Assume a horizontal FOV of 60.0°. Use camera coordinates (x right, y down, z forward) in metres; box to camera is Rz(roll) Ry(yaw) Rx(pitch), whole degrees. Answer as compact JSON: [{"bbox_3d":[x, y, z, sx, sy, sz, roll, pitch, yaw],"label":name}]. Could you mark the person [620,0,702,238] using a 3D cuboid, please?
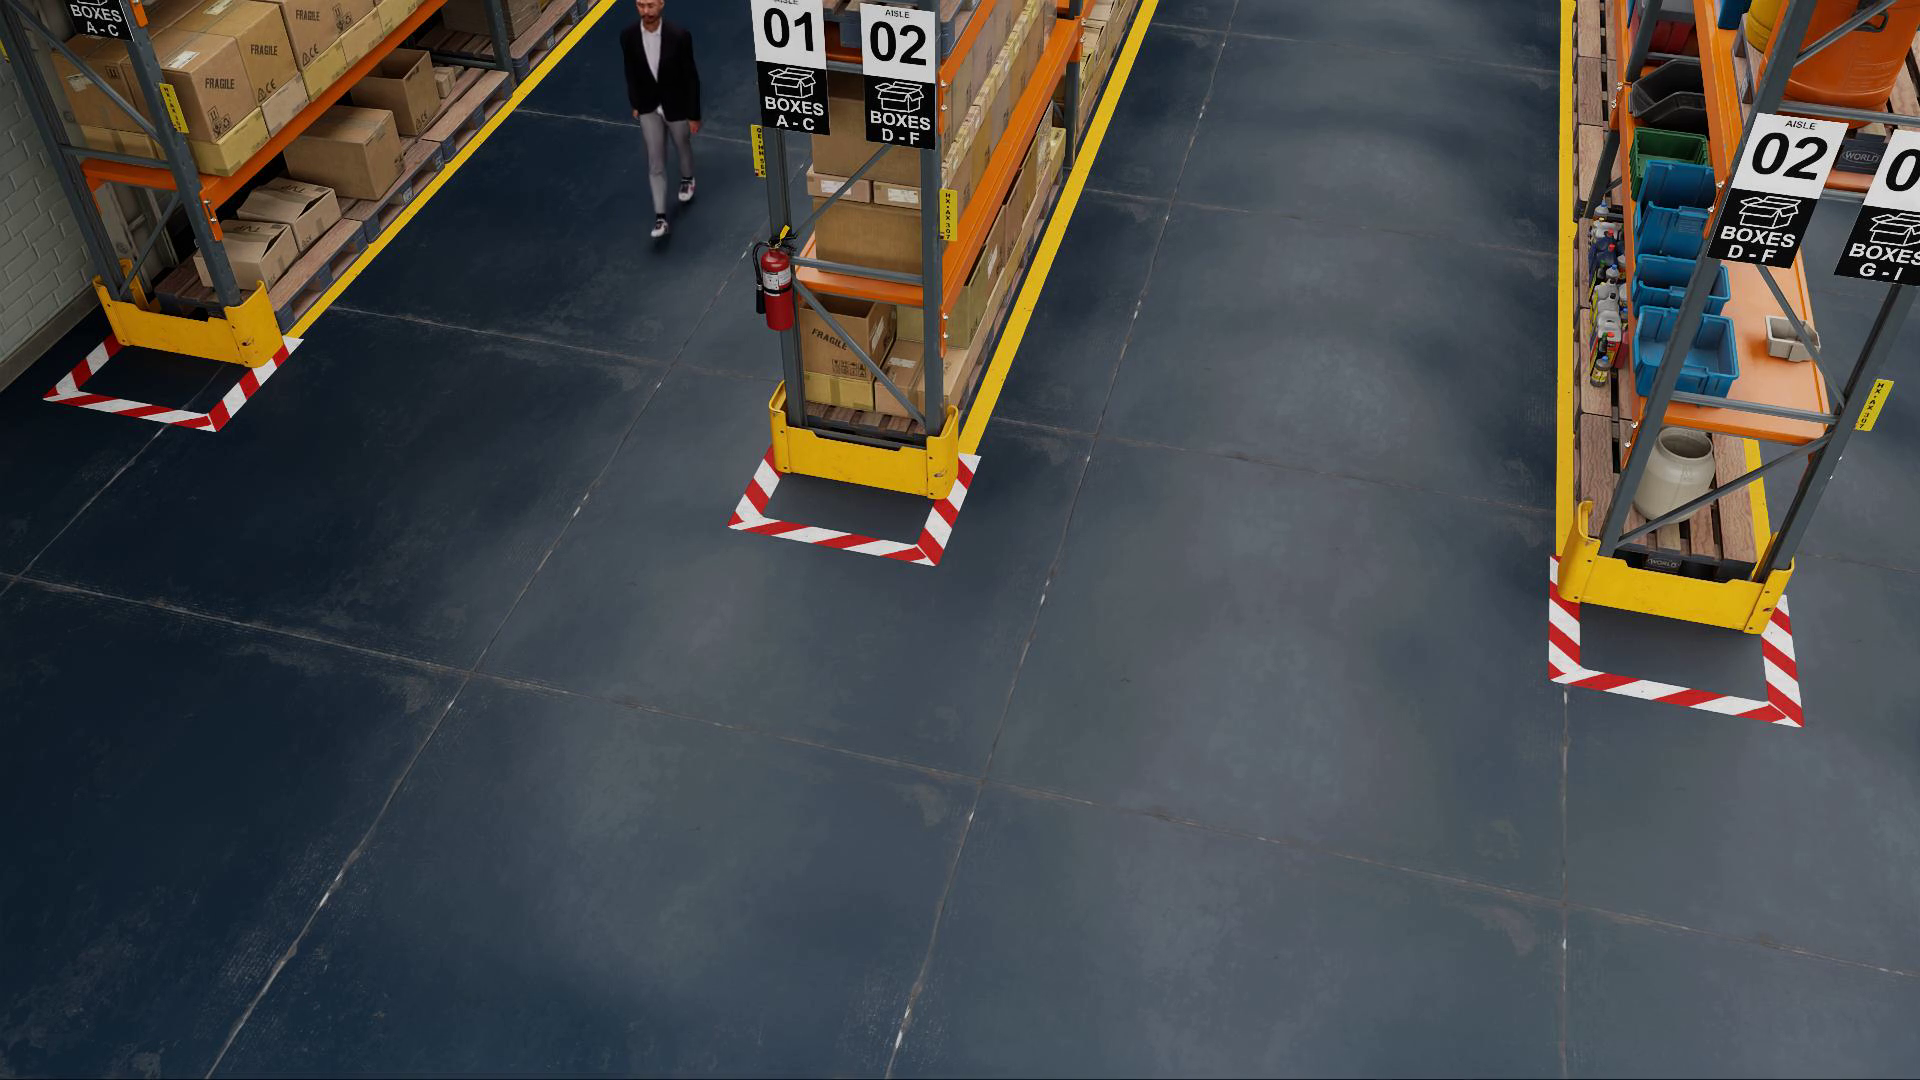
[{"bbox_3d":[-2.166,-3.287,12.374,0.894,1.895,1.275,2,43,3],"label":"person"}]
